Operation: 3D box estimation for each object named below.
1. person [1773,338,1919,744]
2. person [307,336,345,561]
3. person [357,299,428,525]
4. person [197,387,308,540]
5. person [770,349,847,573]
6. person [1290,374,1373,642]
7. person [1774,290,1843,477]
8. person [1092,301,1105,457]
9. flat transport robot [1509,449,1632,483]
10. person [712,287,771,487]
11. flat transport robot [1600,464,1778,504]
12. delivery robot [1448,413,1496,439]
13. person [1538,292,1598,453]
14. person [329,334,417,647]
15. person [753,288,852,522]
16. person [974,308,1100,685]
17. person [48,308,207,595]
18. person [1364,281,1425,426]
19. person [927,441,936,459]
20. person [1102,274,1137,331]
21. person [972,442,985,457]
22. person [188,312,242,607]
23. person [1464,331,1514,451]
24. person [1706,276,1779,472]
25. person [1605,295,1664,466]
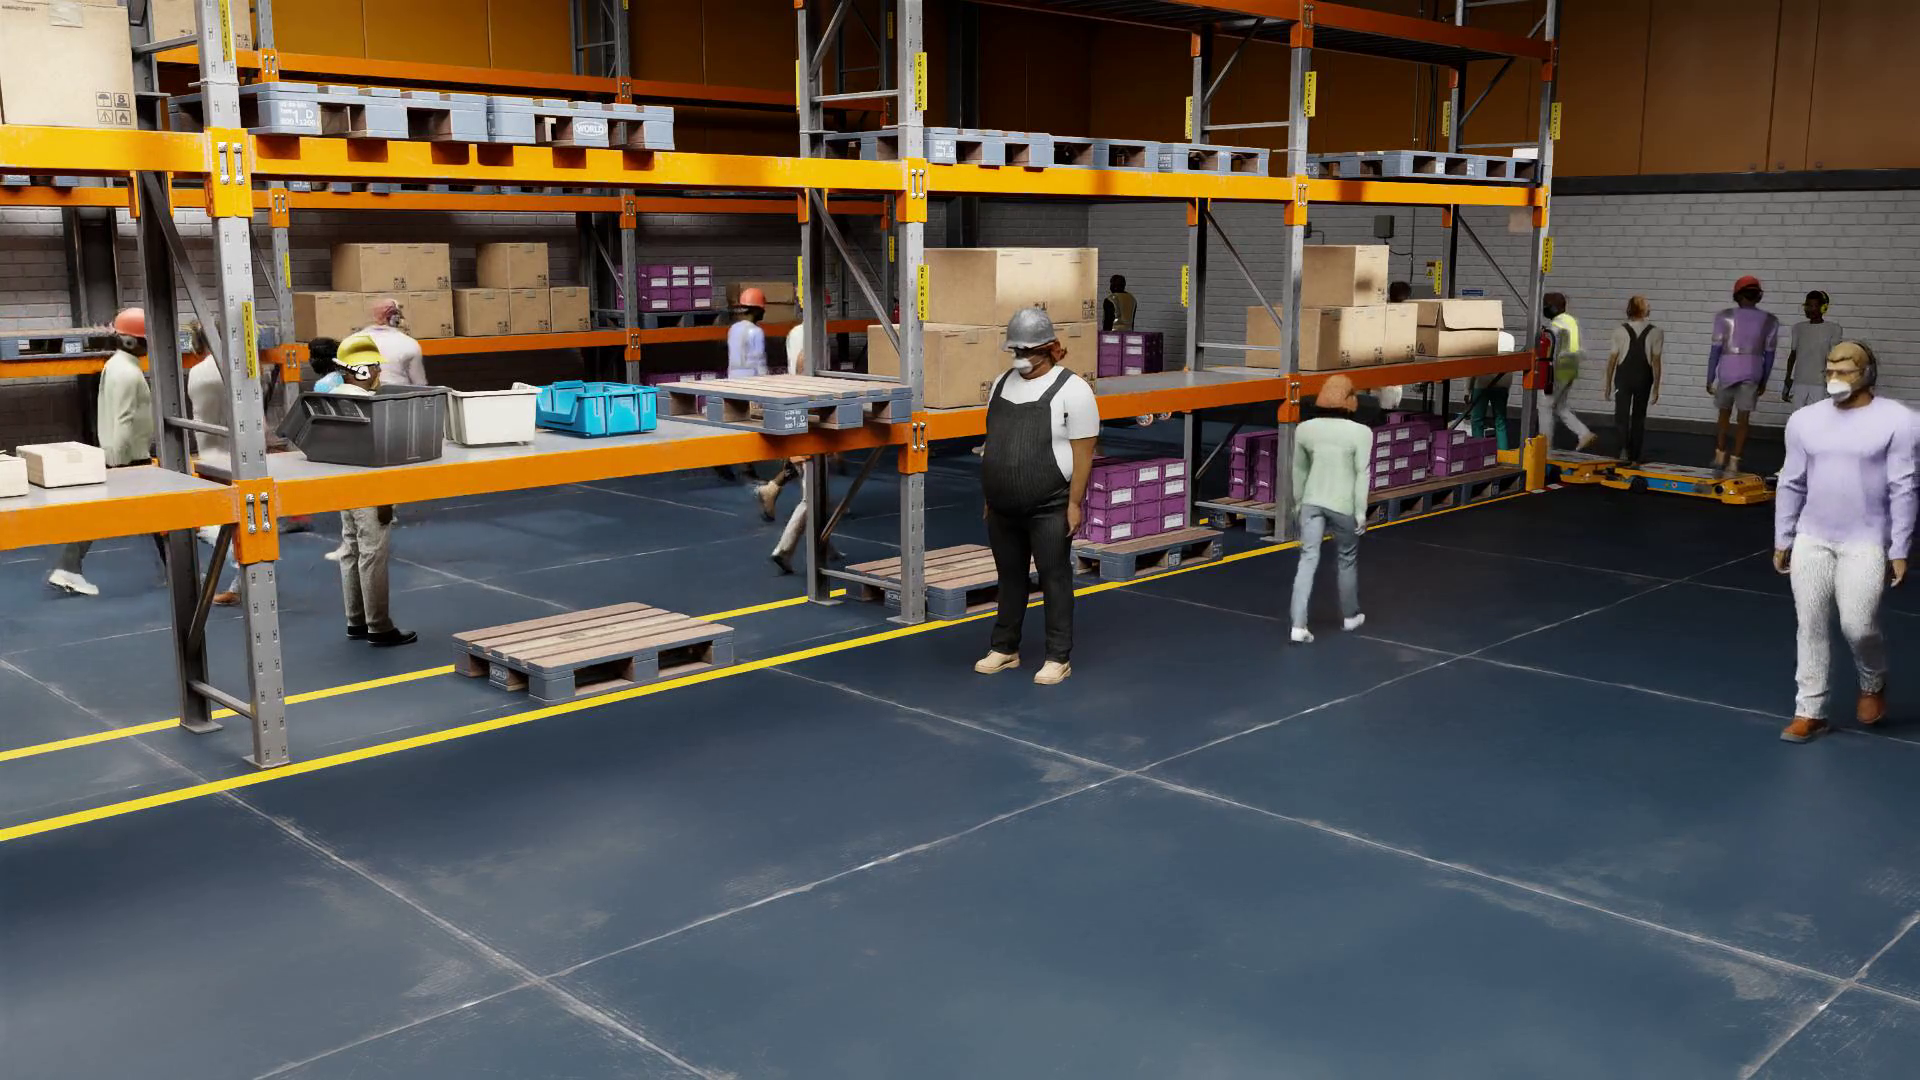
[{"bbox_3d":[4.191,0.009,7.896,0.563,1.927,0.650,-8,13,-37],"label":"person"},{"bbox_3d":[-4.515,-0.657,12.230,0.483,1.673,0.535,1,10,3],"label":"person"},{"bbox_3d":[-4.754,-1.070,13.923,0.665,1.876,0.675,0,10,1],"label":"person"},{"bbox_3d":[-5.657,-0.846,13.151,0.932,1.718,0.539,-6,12,-30],"label":"person"},{"bbox_3d":[-1.111,-0.581,11.999,0.523,1.611,0.804,10,14,43],"label":"person"},{"bbox_3d":[2.205,-0.194,9.930,0.514,1.587,0.850,7,12,33],"label":"person"},{"bbox_3d":[8.406,-1.527,16.445,0.314,1.866,0.536,-8,13,-39],"label":"person"},{"bbox_3d":[1.089,-1.305,15.201,0.983,1.892,0.566,-5,12,-27],"label":"person"},{"bbox_3d":[5.960,-0.761,16.620,0.652,0.197,1.431,-5,11,-23],"label":"flat transport robot"},{"bbox_3d":[-2.031,-1.444,15.874,0.523,1.918,0.566,-6,12,-31],"label":"person"},{"bbox_3d":[6.769,-0.539,15.412,0.652,0.197,1.431,-8,13,-35],"label":"flat transport robot"},{"bbox_3d":[5.237,-1.087,17.371,0.477,0.478,0.707,-8,13,-38],"label":"delivery robot"},{"bbox_3d":[6.458,-1.738,17.773,0.628,1.815,0.652,8,13,37],"label":"person"},{"bbox_3d":[-3.488,-0.290,9.789,0.403,1.834,0.588,-10,14,-43],"label":"person"},{"bbox_3d":[-1.333,-1.134,13.903,0.863,2.023,0.615,-5,12,-27],"label":"person"},{"bbox_3d":[0.367,-0.243,8.967,0.674,2.000,0.535,8,13,37],"label":"person"},{"bbox_3d":[-5.655,-0.584,11.165,1.030,1.943,0.625,-8,13,-36],"label":"person"},{"bbox_3d":[4.521,-1.693,17.157,0.791,1.932,0.604,-5,11,-24],"label":"person"},{"bbox_3d":[-0.496,-1.711,17.913,0.532,1.696,0.319,2,11,13],"label":"person"},{"bbox_3d":[2.262,-2.906,24.034,0.429,1.843,0.629,10,14,43],"label":"person"},{"bbox_3d":[0.356,-1.900,18.127,0.376,1.995,0.609,-2,11,-13],"label":"person"},{"bbox_3d":[-4.727,-0.497,10.669,0.433,1.923,0.652,0,10,3],"label":"person"},{"bbox_3d":[5.289,-1.516,16.695,0.532,1.761,0.346,-2,11,-12],"label":"person"},{"bbox_3d":[7.868,-1.653,16.802,0.629,1.981,0.906,3,11,18],"label":"person"},{"bbox_3d":[6.853,-1.585,16.925,0.519,1.814,0.880,4,11,19],"label":"person"}]
